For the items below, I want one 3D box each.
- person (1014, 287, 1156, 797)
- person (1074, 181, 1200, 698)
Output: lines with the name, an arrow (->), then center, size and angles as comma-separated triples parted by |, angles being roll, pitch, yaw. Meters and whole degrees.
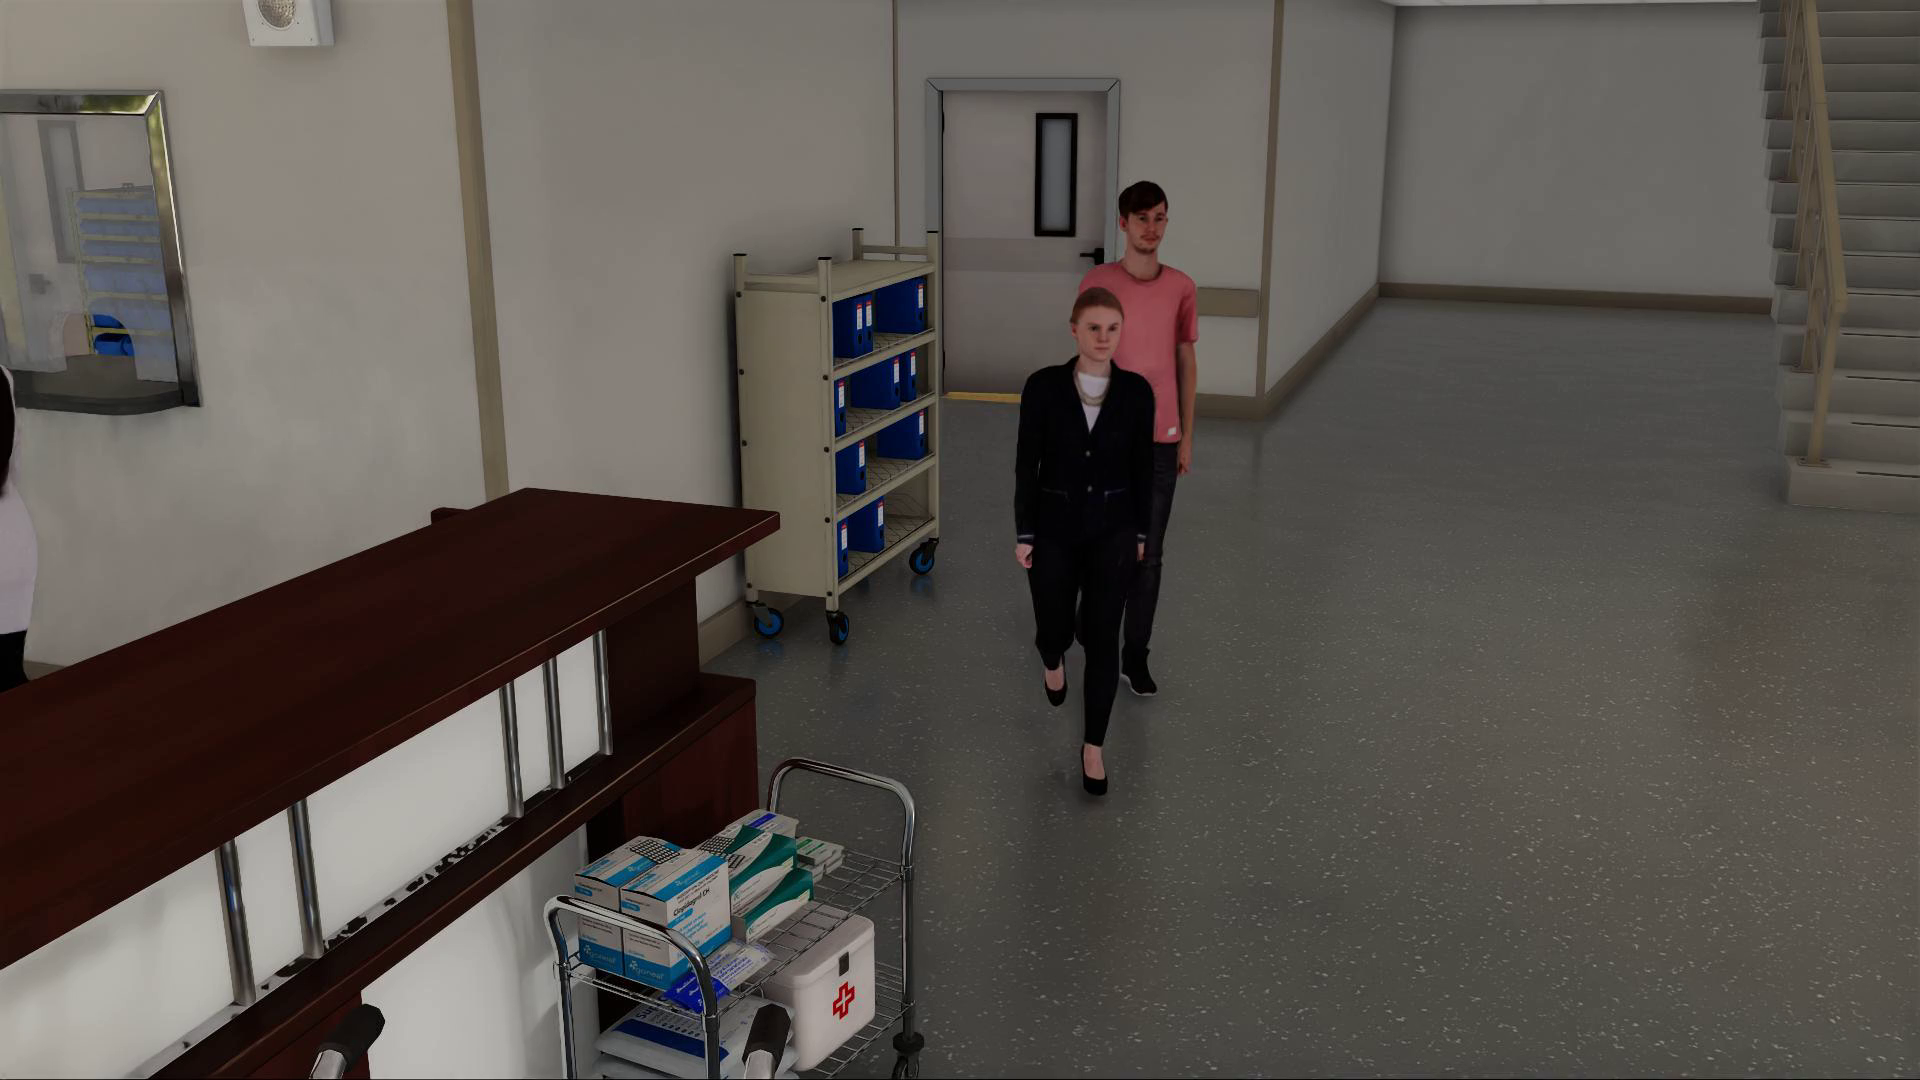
person -> 0.395, -0.007, 5.587 | 0.824, 1.667, 1.016 | -1, 16, -2
person -> 0.640, -0.400, 6.460 | 0.877, 1.949, 1.000 | -2, 16, -8
